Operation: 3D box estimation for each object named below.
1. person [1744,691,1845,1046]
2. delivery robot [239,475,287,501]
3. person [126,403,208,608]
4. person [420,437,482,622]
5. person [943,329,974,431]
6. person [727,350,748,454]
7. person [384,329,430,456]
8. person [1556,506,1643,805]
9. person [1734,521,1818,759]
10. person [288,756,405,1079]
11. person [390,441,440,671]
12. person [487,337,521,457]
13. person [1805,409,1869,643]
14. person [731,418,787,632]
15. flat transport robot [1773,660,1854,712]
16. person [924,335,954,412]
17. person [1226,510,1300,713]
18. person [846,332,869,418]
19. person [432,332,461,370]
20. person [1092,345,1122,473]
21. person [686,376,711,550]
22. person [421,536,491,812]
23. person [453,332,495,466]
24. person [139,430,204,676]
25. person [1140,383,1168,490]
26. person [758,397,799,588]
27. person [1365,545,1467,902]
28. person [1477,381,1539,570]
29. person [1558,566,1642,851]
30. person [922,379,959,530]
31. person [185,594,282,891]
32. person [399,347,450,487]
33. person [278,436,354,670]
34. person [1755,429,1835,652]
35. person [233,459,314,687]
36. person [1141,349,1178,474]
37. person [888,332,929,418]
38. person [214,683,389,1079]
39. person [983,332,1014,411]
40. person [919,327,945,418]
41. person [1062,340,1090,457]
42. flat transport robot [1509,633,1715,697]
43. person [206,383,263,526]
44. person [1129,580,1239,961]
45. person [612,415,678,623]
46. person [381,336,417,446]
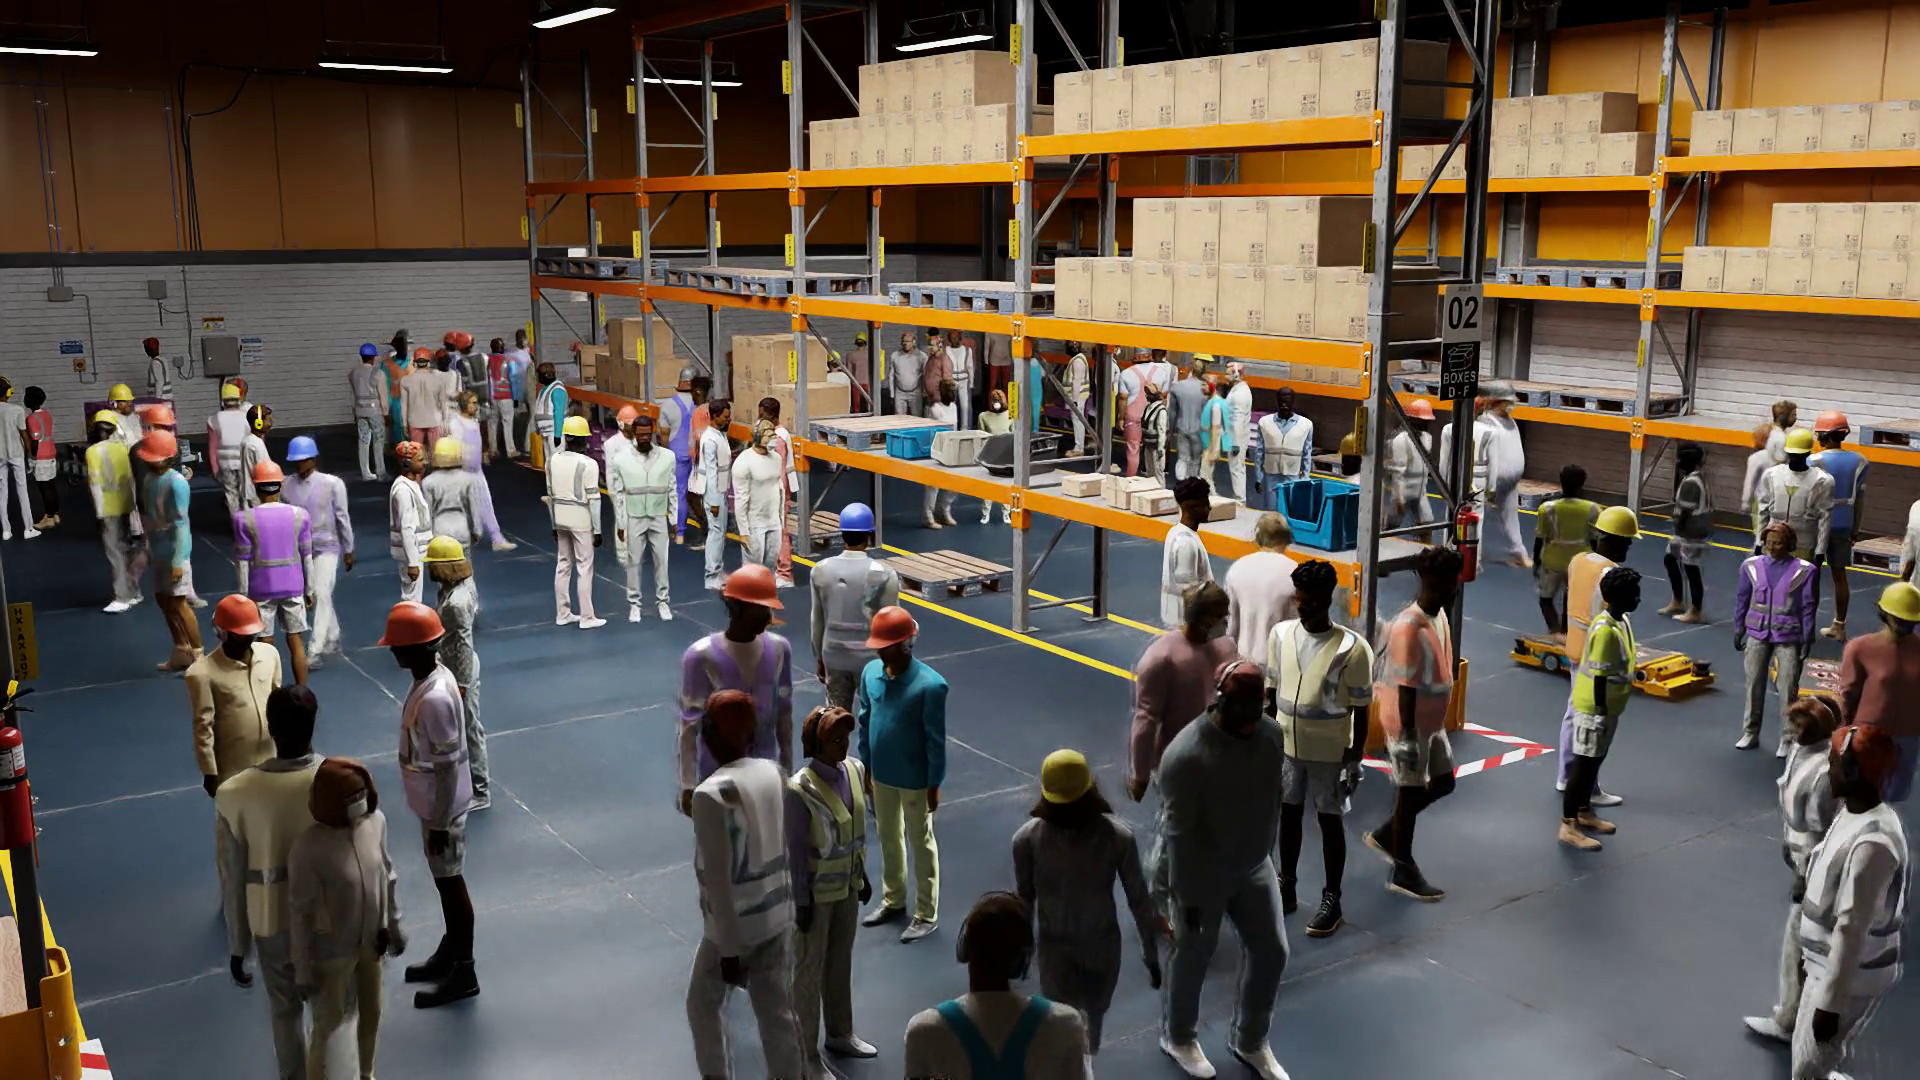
[{"bbox_3d":[3.819,1.451,7.486,0.386,1.623,0.538,3,11,15],"label":"person"},{"bbox_3d":[-8.904,-0.704,21.028,0.707,0.478,0.477,0,11,-2],"label":"delivery robot"},{"bbox_3d":[-7.582,-0.319,15.679,0.800,1.964,0.606,4,12,21],"label":"person"},{"bbox_3d":[-4.573,-0.056,14.944,0.517,1.723,0.445,-8,14,-36],"label":"person"},{"bbox_3d":[-0.071,-2.542,27.293,0.594,1.879,0.366,-2,11,-10],"label":"person"},{"bbox_3d":[-3.449,-2.124,25.780,0.276,1.632,0.510,-6,12,-26],"label":"person"},{"bbox_3d":[-8.575,-2.287,25.556,0.937,2.000,0.695,-1,11,-6],"label":"person"},{"bbox_3d":[4.025,0.729,10.461,0.396,1.913,0.591,-2,11,-11],"label":"person"},{"bbox_3d":[5.609,0.672,11.472,0.525,1.631,0.313,10,15,42],"label":"person"},{"bbox_3d":[-2.424,1.628,6.594,0.295,1.626,0.519,4,12,21],"label":"person"},{"bbox_3d":[-4.478,0.125,13.612,0.338,1.882,0.583,-3,11,-16],"label":"person"},{"bbox_3d":[-7.068,-2.188,25.564,0.633,1.841,0.429,3,11,13],"label":"person"},{"bbox_3d":[7.532,-0.119,14.482,0.608,2.036,0.410,-1,11,-4],"label":"person"},{"bbox_3d":[-1.771,-0.124,14.787,0.359,1.931,0.634,7,13,31],"label":"person"},{"bbox_3d":[6.559,1.135,12.586,0.652,0.197,1.431,5,12,23],"label":"flat transport robot"},{"bbox_3d":[-0.350,-2.161,25.295,0.400,1.899,0.636,-5,12,-24],"label":"person"},{"bbox_3d":[1.878,0.770,10.315,0.842,1.894,0.656,-10,15,-42],"label":"person"},{"bbox_3d":[-1.650,-2.596,27.840,0.524,1.769,0.325,-1,11,-5],"label":"person"},{"bbox_3d":[-8.031,-2.298,25.996,0.668,1.898,0.516,4,12,18],"label":"person"},{"bbox_3d":[2.187,-2.000,24.087,0.535,2.000,0.681,-1,11,-3],"label":"person"},{"bbox_3d":[-2.854,-0.850,18.472,0.418,1.946,0.636,2,11,9],"label":"person"},{"bbox_3d":[-3.146,0.830,10.366,0.323,1.743,0.489,-5,12,-22],"label":"person"},{"bbox_3d":[-7.244,-2.098,24.706,0.561,2.023,0.650,7,13,33],"label":"person"},{"bbox_3d":[-6.363,0.112,13.380,0.402,2.017,0.695,-11,15,-43],"label":"person"},{"bbox_3d":[2.425,-1.143,20.759,0.314,1.633,0.519,-4,12,-19],"label":"person"},{"bbox_3d":[-1.826,-0.480,16.667,0.404,1.906,0.598,-3,11,-14],"label":"person"},{"bbox_3d":[2.492,0.984,9.067,0.422,1.952,0.646,8,13,34],"label":"person"},{"bbox_3d":[5.639,-0.725,17.564,0.689,2.000,0.965,-10,15,-42],"label":"person"},{"bbox_3d":[3.784,0.975,9.788,0.324,1.690,0.546,7,13,32],"label":"person"},{"bbox_3d":[-0.227,-1.002,19.590,0.505,1.811,0.532,7,13,32],"label":"person"},{"bbox_3d":[-3.786,1.130,8.844,0.356,1.740,0.569,6,12,27],"label":"person"},{"bbox_3d":[-7.024,-1.533,21.849,0.617,1.986,0.408,-4,12,-18],"label":"person"},{"bbox_3d":[-5.371,0.106,13.660,0.633,1.897,0.974,1,11,7],"label":"person"},{"bbox_3d":[7.067,0.005,14.146,0.586,1.920,0.397,11,15,44],"label":"person"},{"bbox_3d":[-5.062,0.363,12.299,0.549,1.927,0.393,-8,13,-34],"label":"person"},{"bbox_3d":[2.828,-1.910,23.855,0.599,1.958,0.374,-3,11,-13],"label":"person"},{"bbox_3d":[-0.796,-2.267,25.798,0.642,1.909,0.399,1,11,7],"label":"person"},{"bbox_3d":[-2.555,1.520,6.504,0.604,1.886,0.832,-4,12,-19],"label":"person"},{"bbox_3d":[0.742,-3.280,30.756,0.622,1.993,0.382,-3,11,-15],"label":"person"},{"bbox_3d":[-0.453,-2.647,27.894,0.534,1.854,0.355,-1,11,-7],"label":"person"},{"bbox_3d":[1.778,-2.192,25.618,0.430,1.837,0.629,1,11,5],"label":"person"},{"bbox_3d":[5.250,0.968,13.442,0.652,0.197,1.431,-8,14,-36],"label":"flat transport robot"},{"bbox_3d":[-8.221,-0.870,18.901,0.594,1.810,0.761,-3,12,-17],"label":"person"},{"bbox_3d":[1.205,1.142,8.339,0.634,1.910,0.707,-11,15,-44],"label":"person"},{"bbox_3d":[-2.872,-0.198,15.216,0.583,1.911,0.392,-4,12,-21],"label":"person"},{"bbox_3d":[-8.405,-2.117,25.052,0.584,1.898,0.451,-10,15,-40],"label":"person"}]
